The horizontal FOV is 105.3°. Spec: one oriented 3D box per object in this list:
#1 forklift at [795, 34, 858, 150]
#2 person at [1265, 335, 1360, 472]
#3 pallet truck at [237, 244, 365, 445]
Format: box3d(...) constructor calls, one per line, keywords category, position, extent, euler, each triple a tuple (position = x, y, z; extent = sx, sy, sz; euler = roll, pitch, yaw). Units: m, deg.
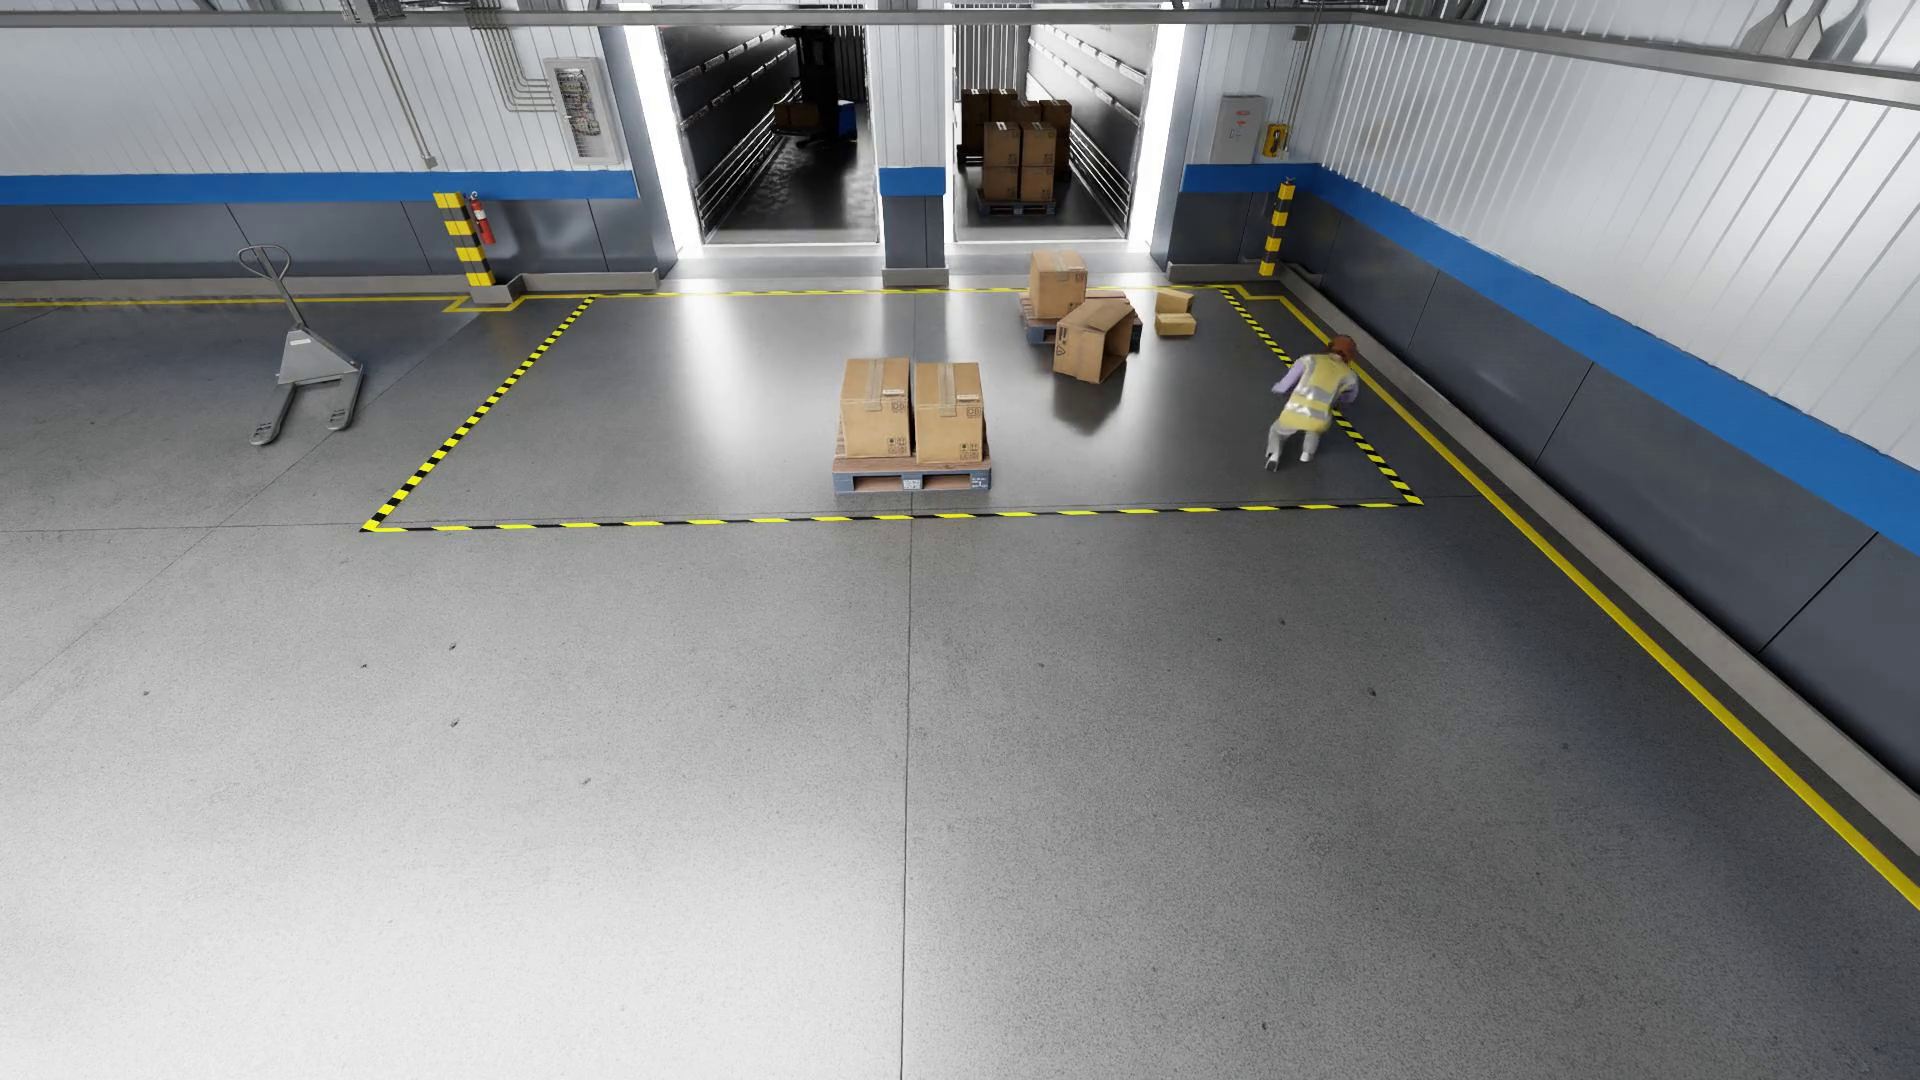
box3d(category="forklift", position=(-2.785, -9.581, 15.611), extent=(0.716, 2.013, 0.776), euler=(18, 42, 22))
box3d(category="person", position=(2.763, -1.069, 5.803), extent=(0.629, 0.970, 0.957), euler=(18, 42, 22))
box3d(category="pallet truck", position=(-5.915, -1.733, 6.366), extent=(0.680, 1.201, 1.601), euler=(-18, 42, -21))
